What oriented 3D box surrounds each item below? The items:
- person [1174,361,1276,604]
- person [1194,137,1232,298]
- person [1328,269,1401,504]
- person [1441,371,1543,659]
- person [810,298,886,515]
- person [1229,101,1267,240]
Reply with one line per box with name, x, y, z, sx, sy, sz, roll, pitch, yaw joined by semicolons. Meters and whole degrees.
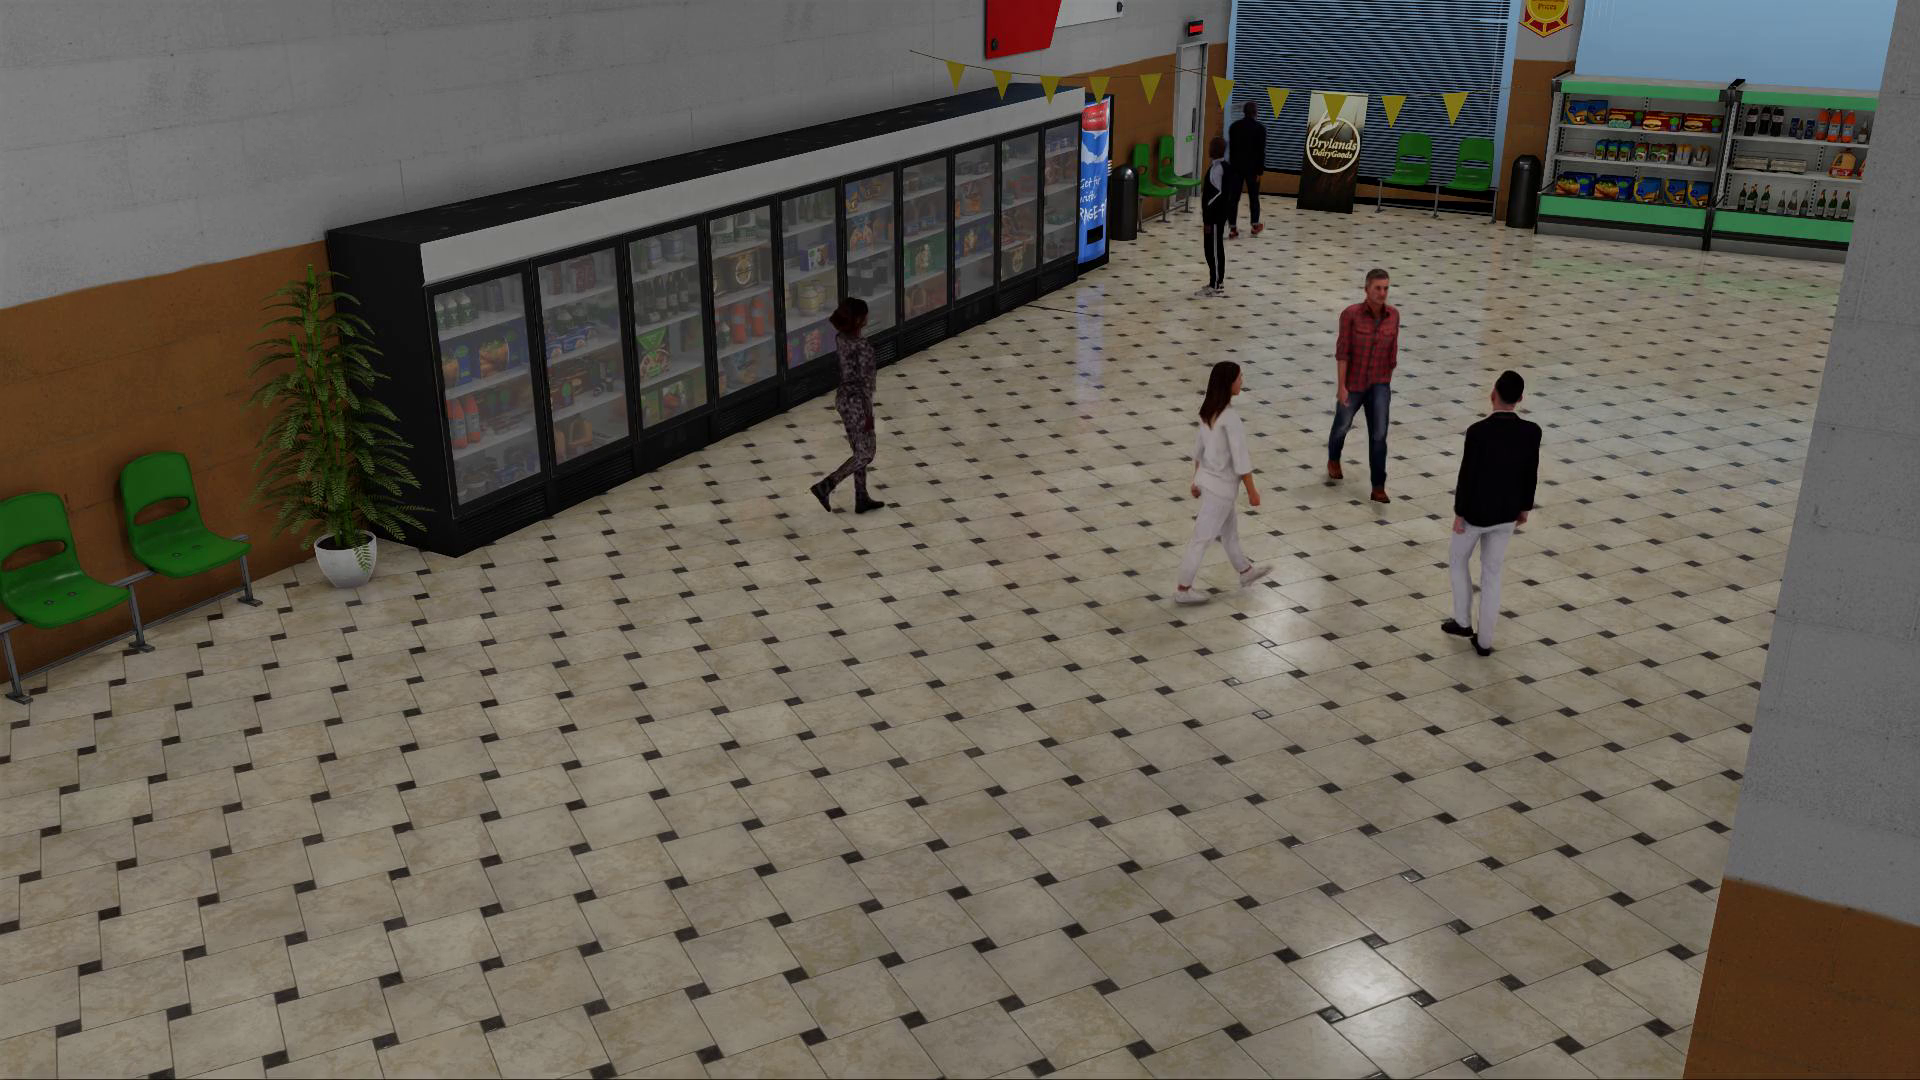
person;1.641;-0.339;11.043;1.071;1.653;1.008;-5;22;-13
person;2.980;-3.765;19.334;0.562;1.827;0.681;10;24;22
person;3.136;-1.241;13.115;1.269;1.781;1.191;-1;22;-3
person;3.298;-0.115;10.254;0.780;1.825;0.872;-1;22;-4
person;-0.857;-0.971;12.549;0.883;1.703;0.934;-14;26;-30
person;3.785;-4.946;22.308;0.867;1.802;0.757;12;25;27
